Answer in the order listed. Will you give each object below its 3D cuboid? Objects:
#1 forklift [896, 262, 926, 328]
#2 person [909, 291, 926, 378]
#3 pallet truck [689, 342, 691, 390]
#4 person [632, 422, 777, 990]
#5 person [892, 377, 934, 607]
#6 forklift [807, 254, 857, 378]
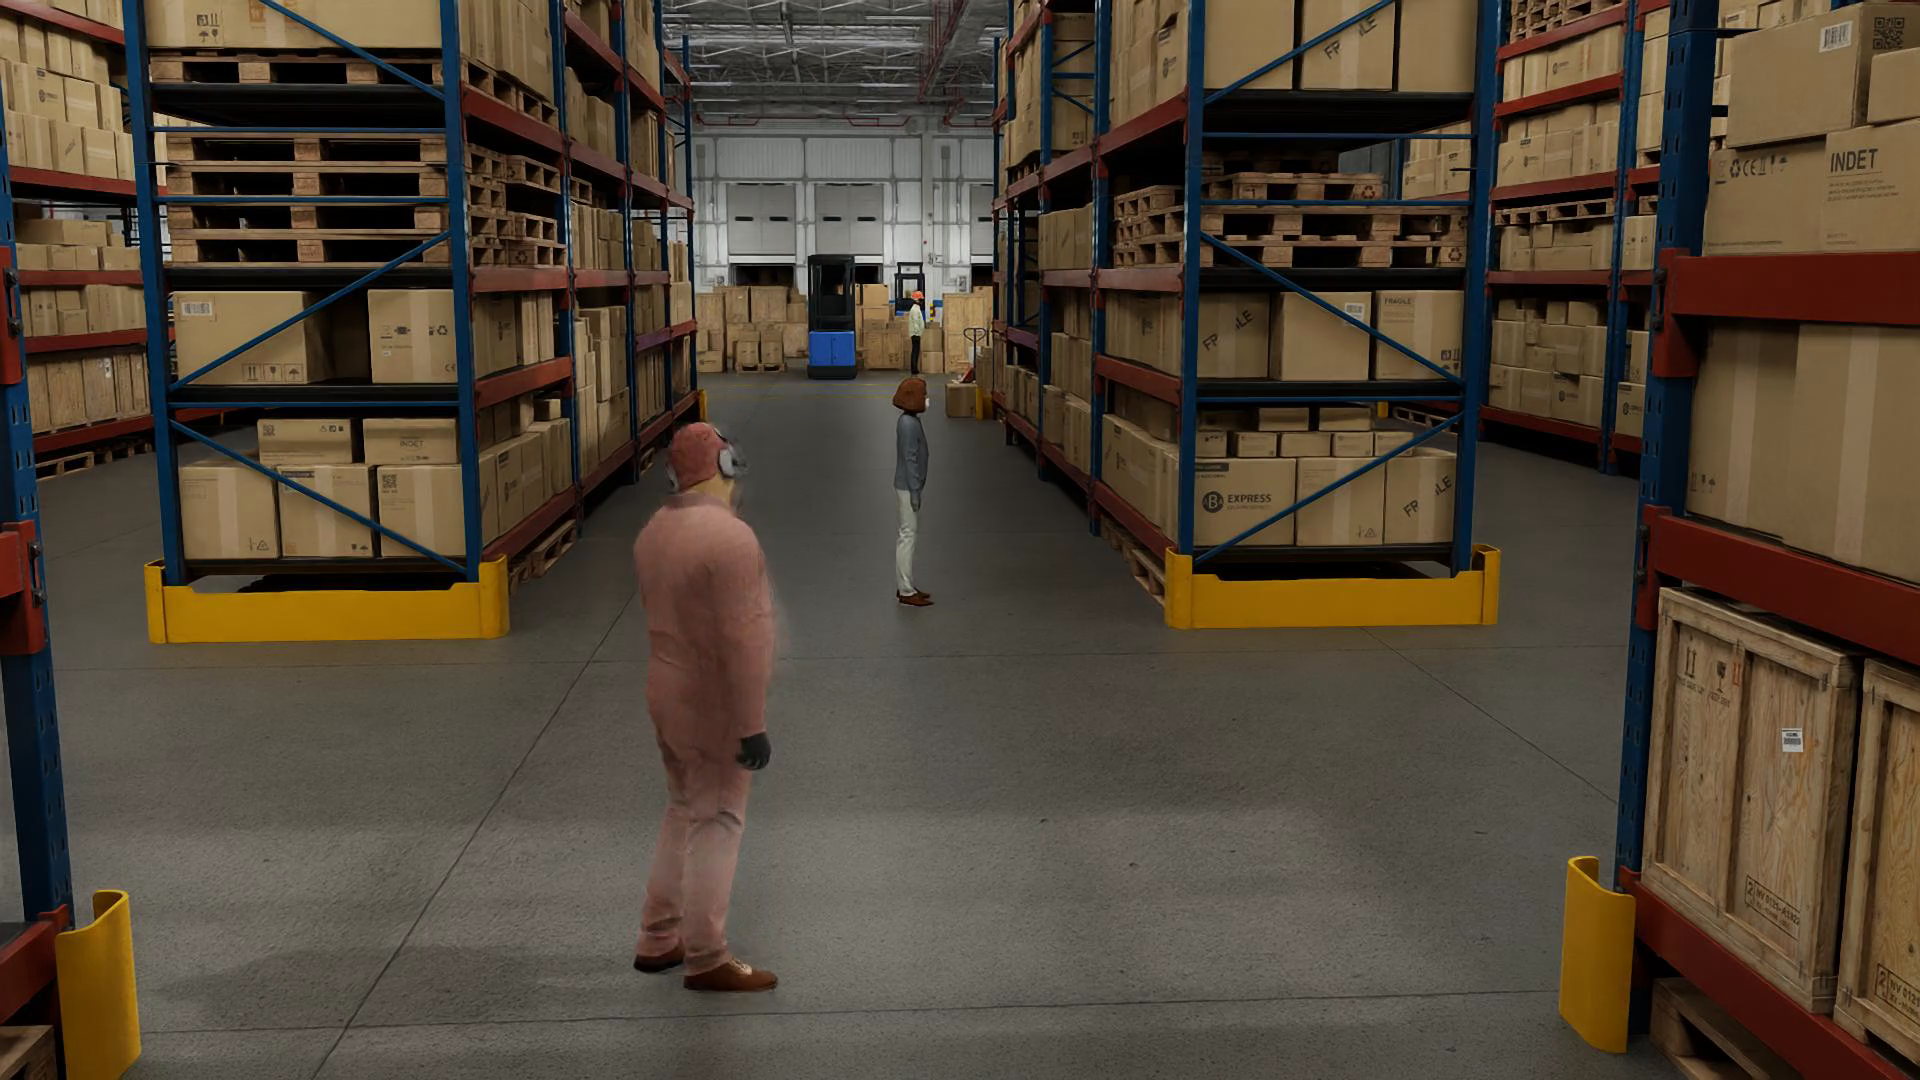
[{"bbox_3d":[-1.780,-8.547,59.499,1.129,2.768,1.873,-1,9,-4],"label":"forklift"},{"bbox_3d":[-0.987,-4.700,38.112,0.375,1.995,0.610,-1,9,-4],"label":"person"},{"bbox_3d":[-5.225,-3.008,27.480,1.885,1.965,0.823,2,9,14],"label":"pallet truck"},{"bbox_3d":[-0.842,0.563,5.470,0.465,1.884,0.686,-6,11,-32],"label":"person"},{"bbox_3d":[-0.339,-0.346,11.907,0.285,1.633,0.498,-1,9,-4],"label":"person"},{"bbox_3d":[-2.942,-5.145,38.138,1.129,2.768,1.873,-1,9,-4],"label":"forklift"}]
